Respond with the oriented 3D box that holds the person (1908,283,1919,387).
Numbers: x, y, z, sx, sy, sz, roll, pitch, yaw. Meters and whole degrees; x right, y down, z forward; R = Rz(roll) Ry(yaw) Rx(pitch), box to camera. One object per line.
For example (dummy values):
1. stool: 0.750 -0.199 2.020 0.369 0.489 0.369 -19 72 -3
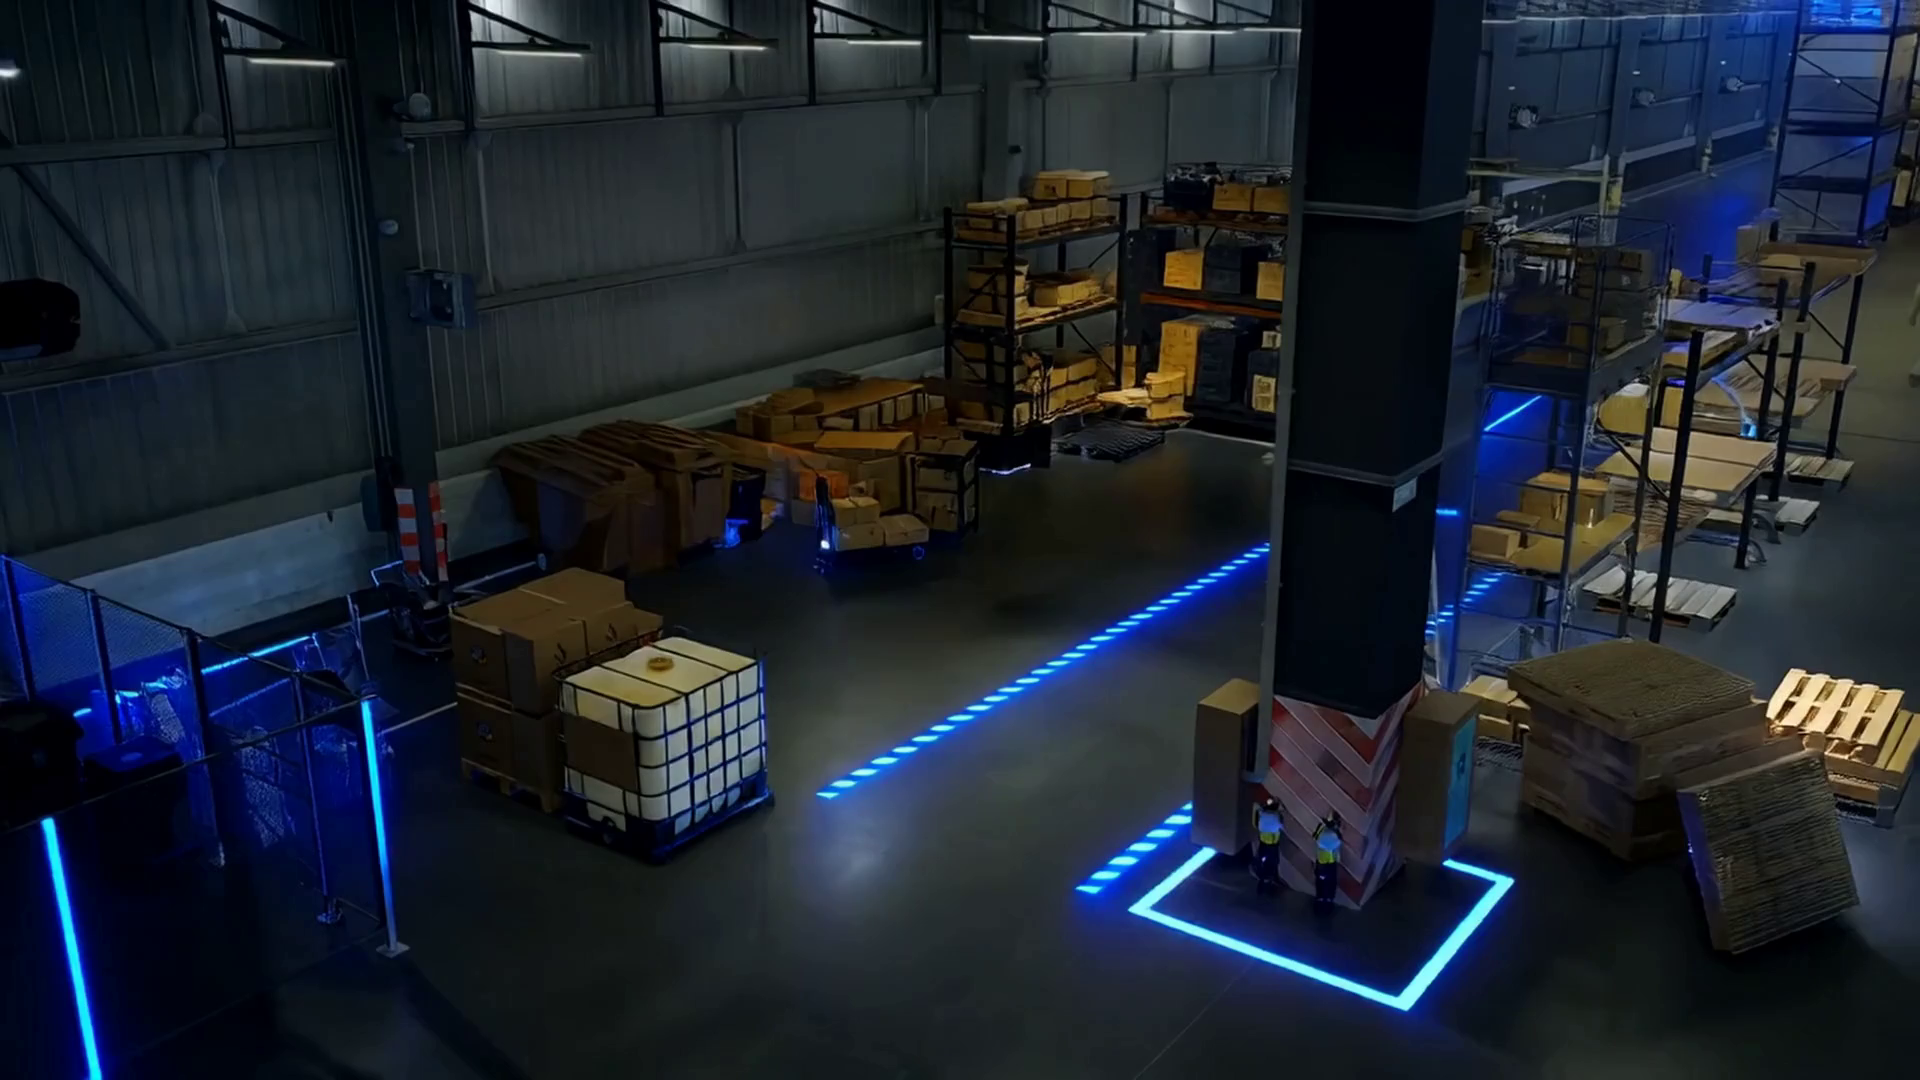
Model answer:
1. person: 14.729 -3.281 25.216 0.921 1.912 0.640 -12 21 -32
